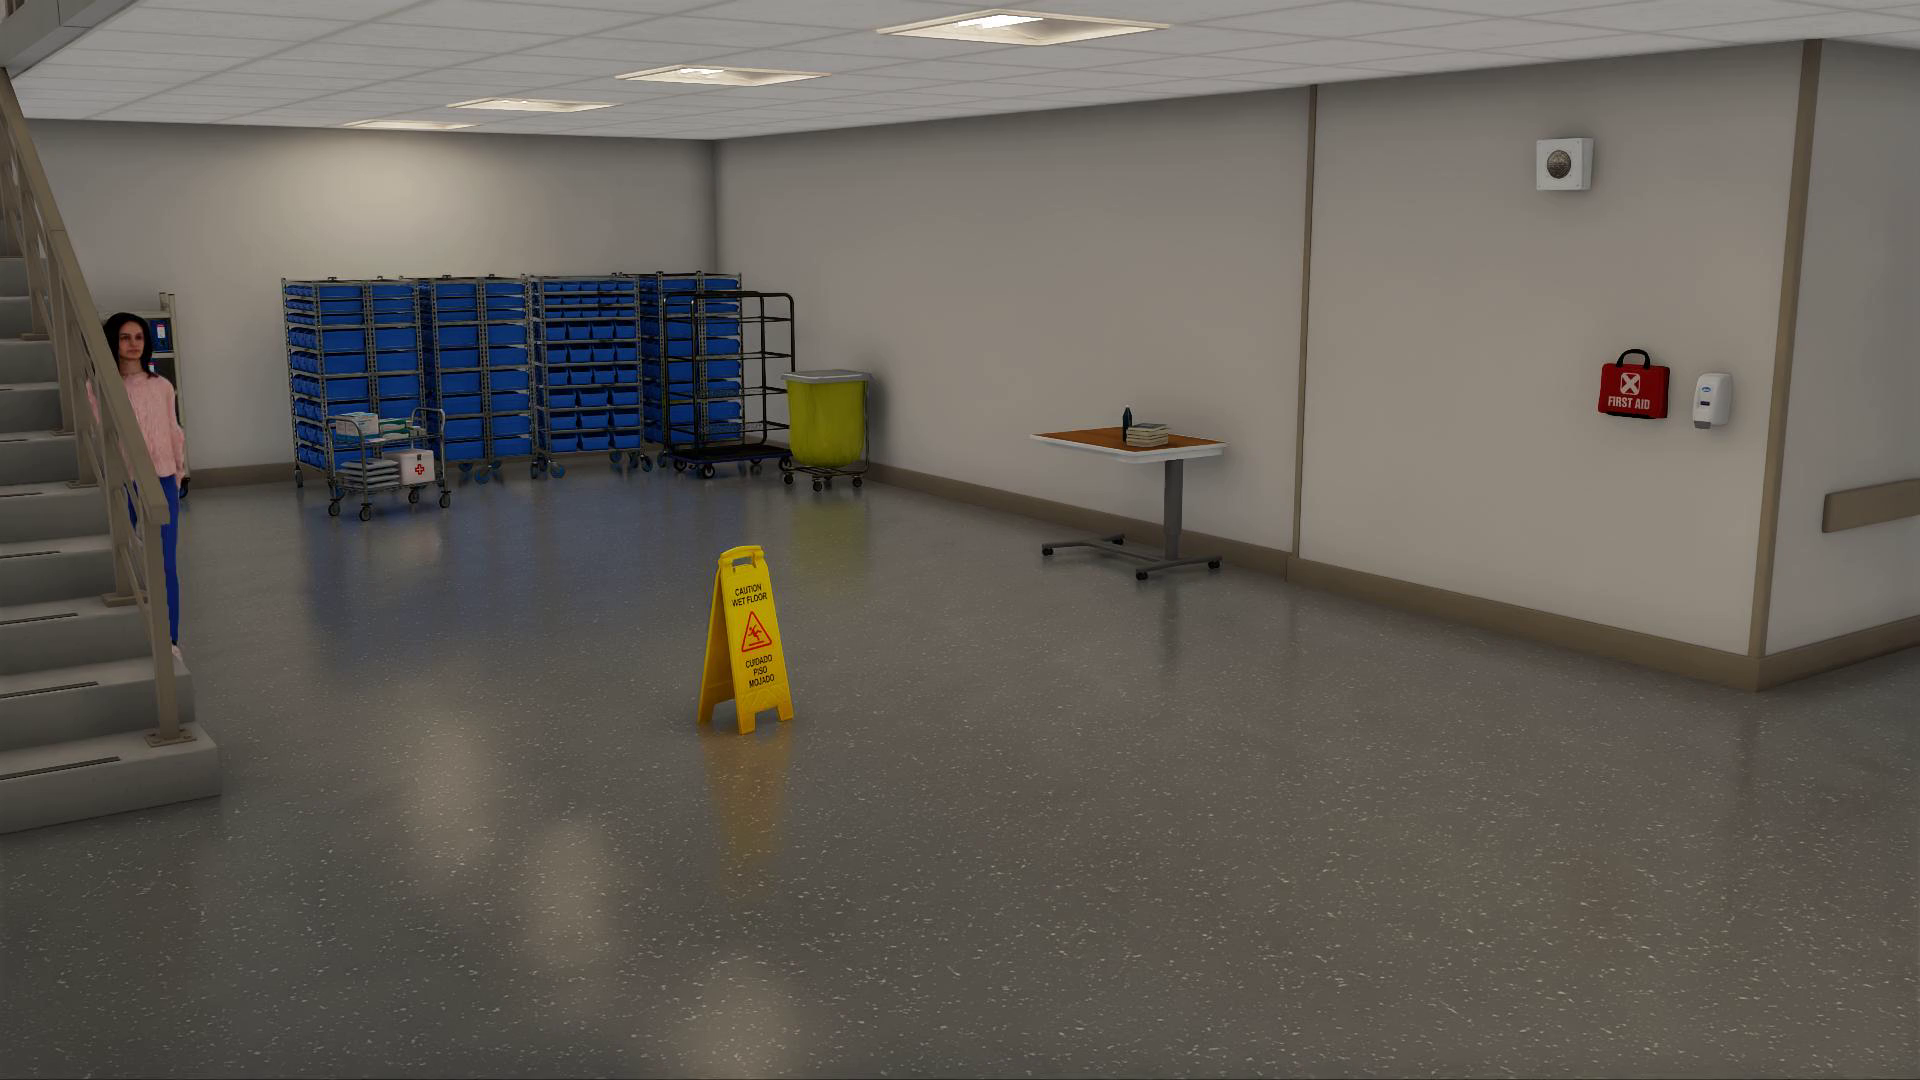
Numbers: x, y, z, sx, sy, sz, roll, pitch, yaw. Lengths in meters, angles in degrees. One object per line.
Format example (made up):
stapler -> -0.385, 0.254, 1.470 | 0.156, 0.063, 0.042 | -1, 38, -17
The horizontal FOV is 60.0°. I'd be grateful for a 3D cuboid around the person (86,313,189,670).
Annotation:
person -> -4.072, -0.216, 8.155 | 0.696, 1.736, 1.160 | -8, 14, -38
